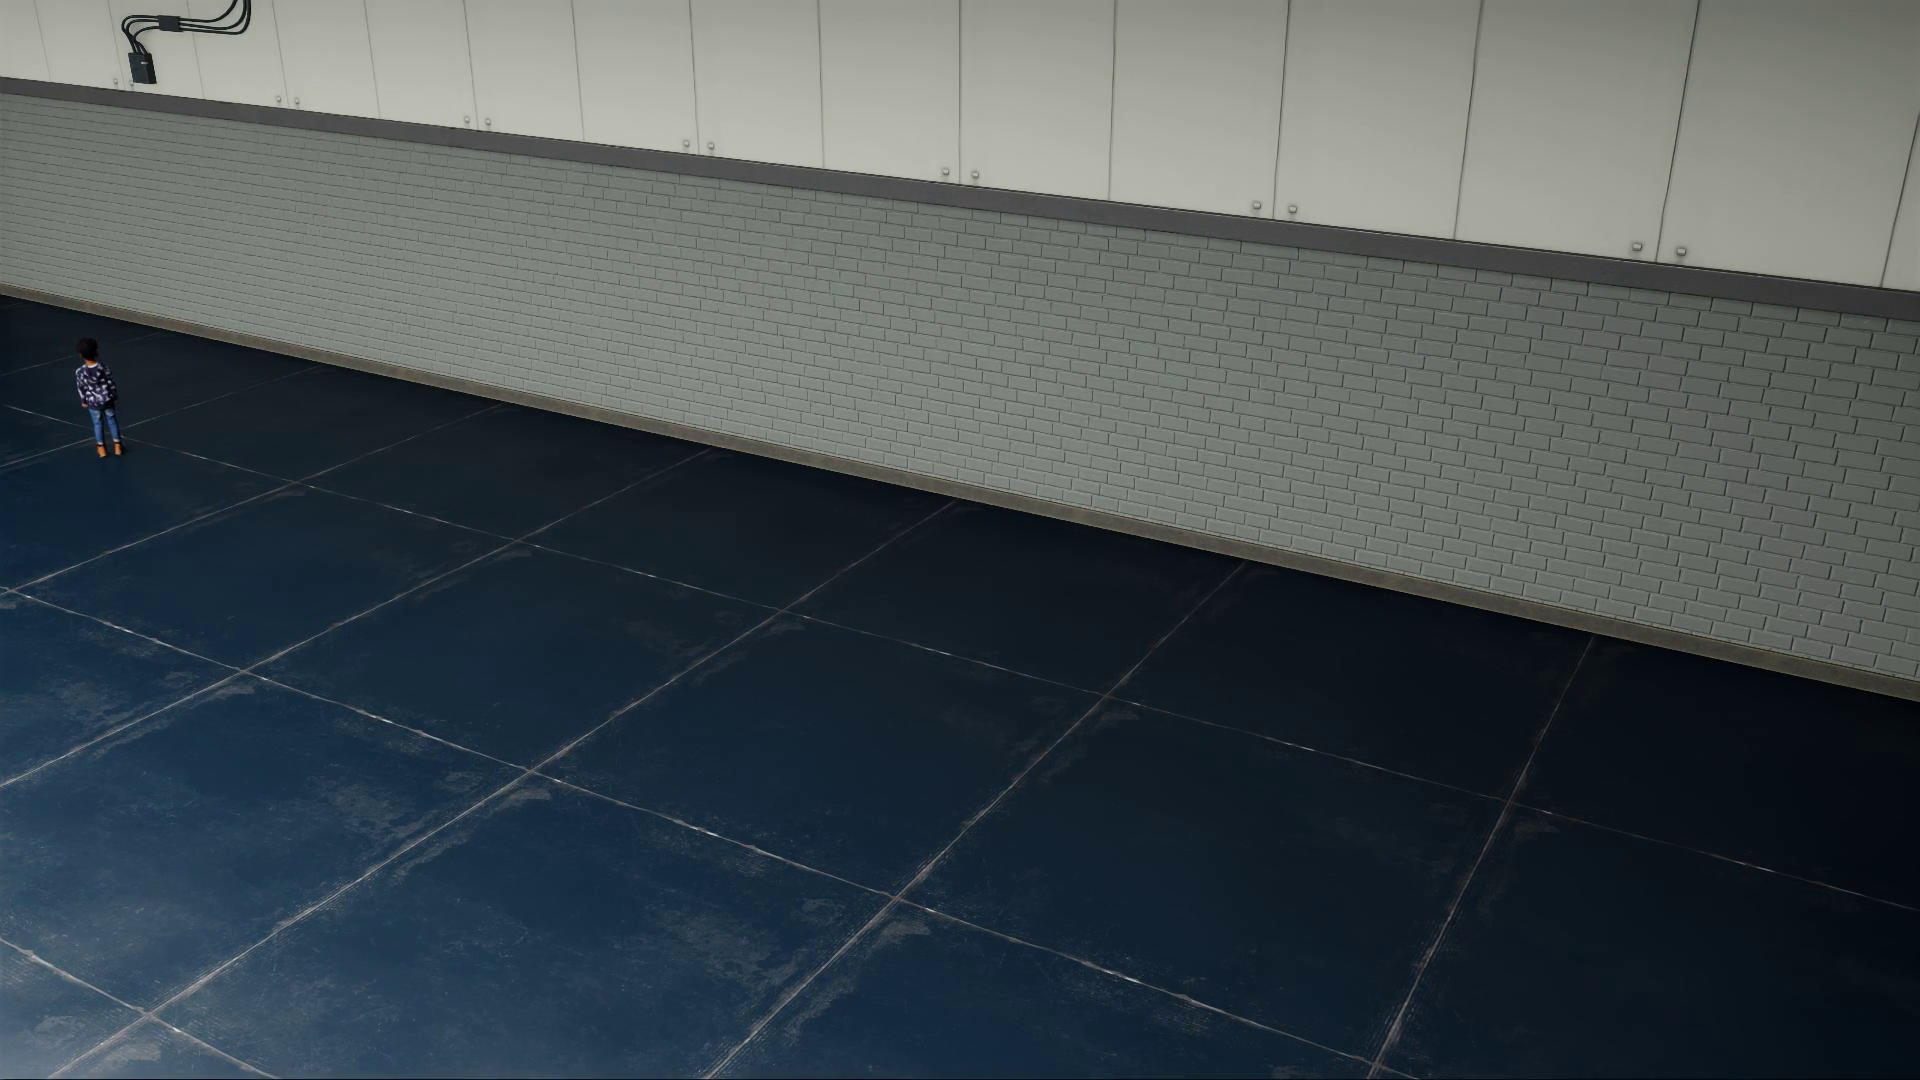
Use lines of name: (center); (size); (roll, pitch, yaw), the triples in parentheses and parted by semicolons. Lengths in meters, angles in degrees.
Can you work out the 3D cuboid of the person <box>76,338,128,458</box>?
person: (-8.937, -1.487, 17.257); (0.553, 1.250, 0.635); (-11, 25, -23)
